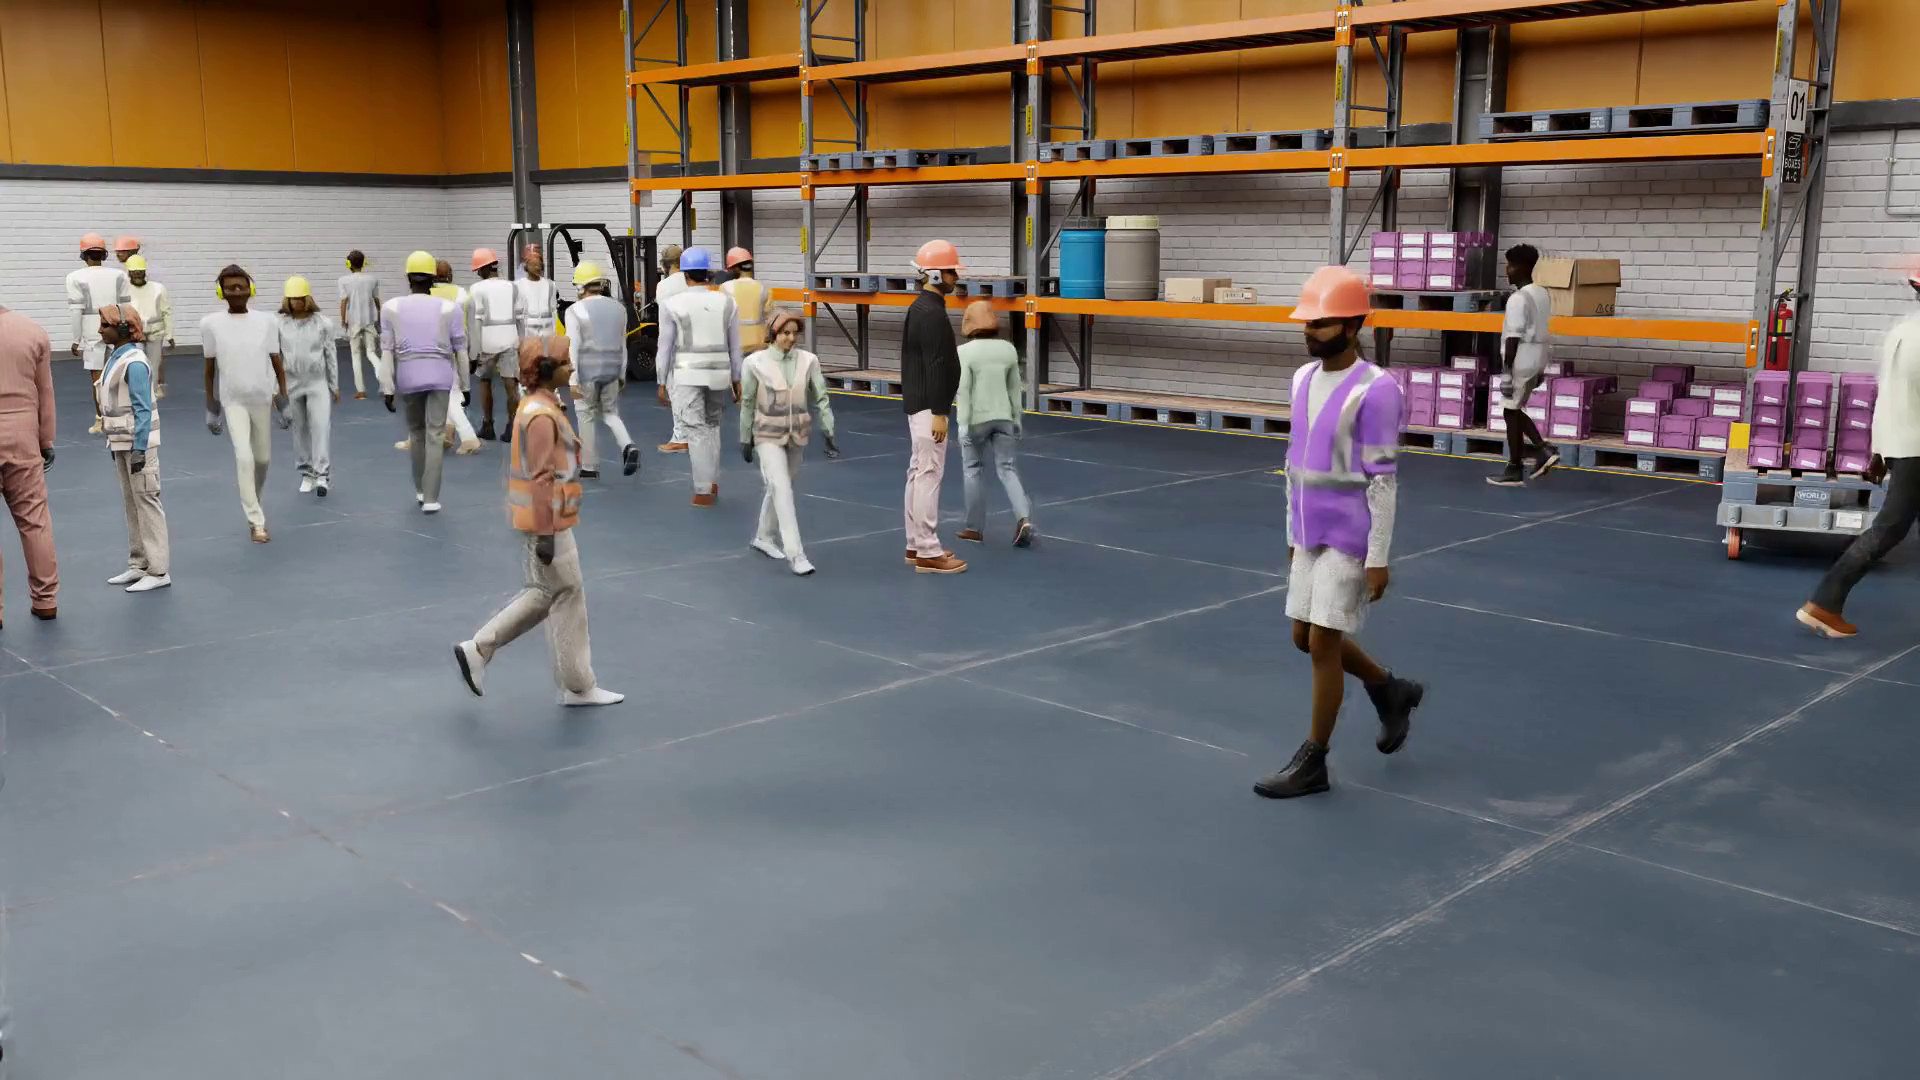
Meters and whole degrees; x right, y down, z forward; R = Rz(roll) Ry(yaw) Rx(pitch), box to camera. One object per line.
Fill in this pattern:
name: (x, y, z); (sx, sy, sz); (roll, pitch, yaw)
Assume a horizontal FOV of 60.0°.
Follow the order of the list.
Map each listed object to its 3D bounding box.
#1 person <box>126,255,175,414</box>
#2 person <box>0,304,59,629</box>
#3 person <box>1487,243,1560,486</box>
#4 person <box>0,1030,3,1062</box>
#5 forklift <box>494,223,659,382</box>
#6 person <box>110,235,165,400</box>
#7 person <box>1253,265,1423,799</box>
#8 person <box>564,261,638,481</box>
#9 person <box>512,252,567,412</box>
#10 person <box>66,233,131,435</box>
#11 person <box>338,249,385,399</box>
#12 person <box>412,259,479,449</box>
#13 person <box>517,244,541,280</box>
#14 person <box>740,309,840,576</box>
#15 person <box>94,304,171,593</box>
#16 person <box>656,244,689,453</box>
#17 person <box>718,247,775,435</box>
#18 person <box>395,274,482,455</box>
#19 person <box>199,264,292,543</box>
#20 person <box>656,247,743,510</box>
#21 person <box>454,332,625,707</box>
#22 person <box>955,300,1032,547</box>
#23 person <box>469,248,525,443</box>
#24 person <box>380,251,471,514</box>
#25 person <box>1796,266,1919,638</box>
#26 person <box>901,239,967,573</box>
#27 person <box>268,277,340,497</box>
person: (-9.102, -2.271, 18.594); (0.599, 1.795, 0.859); (-7, 13, -35)
person: (-5.006, -0.486, 8.584); (0.406, 1.901, 0.639); (8, 13, 36)
person: (4.524, -1.395, 13.363); (0.456, 1.954, 0.617); (9, 14, 40)
person: (-2.494, 0.488, 3.446); (0.745, 1.846, 1.015); (4, 11, 21)
forklift: (-5.316, -3.263, 22.920); (2.313, 2.155, 1.214); (-10, 14, -44)
person: (-10.089, -2.688, 20.246); (0.610, 2.018, 0.694); (8, 13, 37)
person: (1.427, -0.030, 6.044); (0.729, 1.922, 0.553); (-5, 11, -25)
person: (-2.949, -1.368, 13.617); (0.605, 1.813, 0.576); (-10, 14, -43)
person: (-4.795, -2.326, 18.807); (0.599, 1.824, 0.999); (-7, 13, -34)
person: (-8.721, -2.083, 16.894); (0.382, 2.045, 0.605); (9, 14, 42)
person: (-7.357, -2.647, 20.499); (0.522, 1.857, 0.657); (-8, 13, -38)
person: (-4.843, -1.723, 15.590); (0.626, 1.811, 0.760); (-1, 10, -7)
person: (-6.112, -3.284, 23.847); (0.404, 1.900, 0.644); (-5, 11, -24)
person: (-1.076, -0.609, 10.104); (0.524, 1.586, 0.897); (-7, 12, -33)
person: (-4.736, -0.528, 9.516); (0.308, 1.641, 0.511); (-9, 14, -41)
person: (-2.634, -1.781, 15.534); (0.355, 1.936, 0.637); (4, 11, 20)
person: (-2.091, -1.908, 16.317); (0.597, 1.908, 0.434); (-4, 11, -18)
person: (-4.849, -1.679, 15.406); (0.963, 1.798, 0.635); (2, 11, 13)
person: (-4.806, -0.937, 11.216); (0.527, 1.841, 0.864); (-7, 12, -33)
person: (-1.980, -1.205, 12.401); (0.638, 1.928, 0.655); (-6, 12, -31)
person: (-1.803, -0.069, 7.048); (0.628, 1.622, 0.522); (-3, 11, -17)
person: (0.230, -0.755, 10.844); (0.516, 1.606, 0.665); (-6, 12, -31)
person: (-4.586, -1.914, 16.386); (0.577, 1.885, 0.801); (-8, 13, -37)
person: (-3.937, -1.173, 12.324); (0.606, 1.889, 0.857); (-2, 11, -11)
person: (4.735, -0.448, 8.262); (1.031, 1.948, 0.639); (1, 10, 7)
person: (-0.157, -0.805, 10.058); (0.395, 1.994, 0.612); (-2, 11, -10)
person: (-5.081, -1.170, 12.859); (0.507, 1.695, 0.905); (-3, 11, -15)
